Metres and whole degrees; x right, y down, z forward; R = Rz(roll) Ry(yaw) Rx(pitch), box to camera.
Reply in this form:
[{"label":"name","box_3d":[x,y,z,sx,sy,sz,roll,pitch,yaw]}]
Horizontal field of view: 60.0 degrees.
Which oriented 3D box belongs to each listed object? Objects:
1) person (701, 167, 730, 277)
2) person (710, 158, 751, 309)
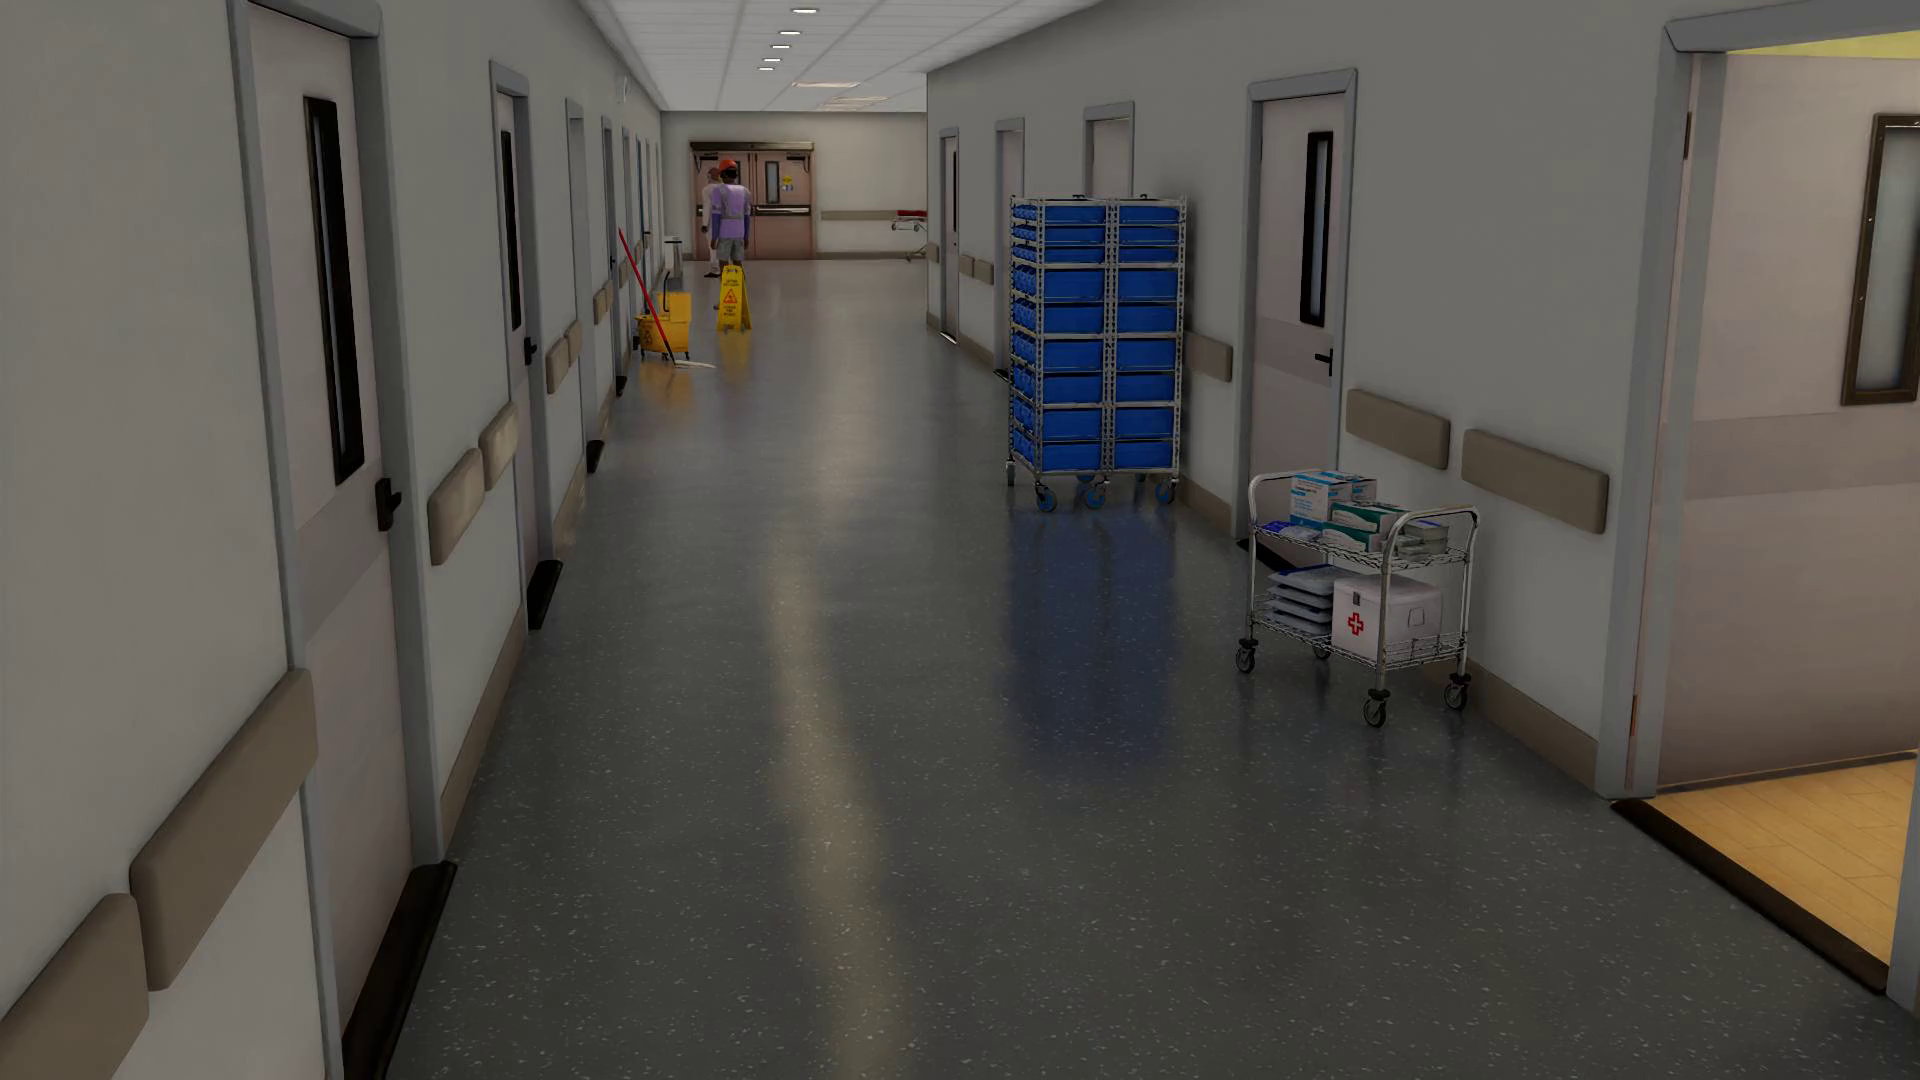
[{"label":"person","box_3d":[-4.294,-5.564,29.159,0.404,1.911,0.636,10,16,37]},{"label":"person","box_3d":[-3.130,-4.150,22.608,0.620,2.030,0.405,-12,17,-43]}]
